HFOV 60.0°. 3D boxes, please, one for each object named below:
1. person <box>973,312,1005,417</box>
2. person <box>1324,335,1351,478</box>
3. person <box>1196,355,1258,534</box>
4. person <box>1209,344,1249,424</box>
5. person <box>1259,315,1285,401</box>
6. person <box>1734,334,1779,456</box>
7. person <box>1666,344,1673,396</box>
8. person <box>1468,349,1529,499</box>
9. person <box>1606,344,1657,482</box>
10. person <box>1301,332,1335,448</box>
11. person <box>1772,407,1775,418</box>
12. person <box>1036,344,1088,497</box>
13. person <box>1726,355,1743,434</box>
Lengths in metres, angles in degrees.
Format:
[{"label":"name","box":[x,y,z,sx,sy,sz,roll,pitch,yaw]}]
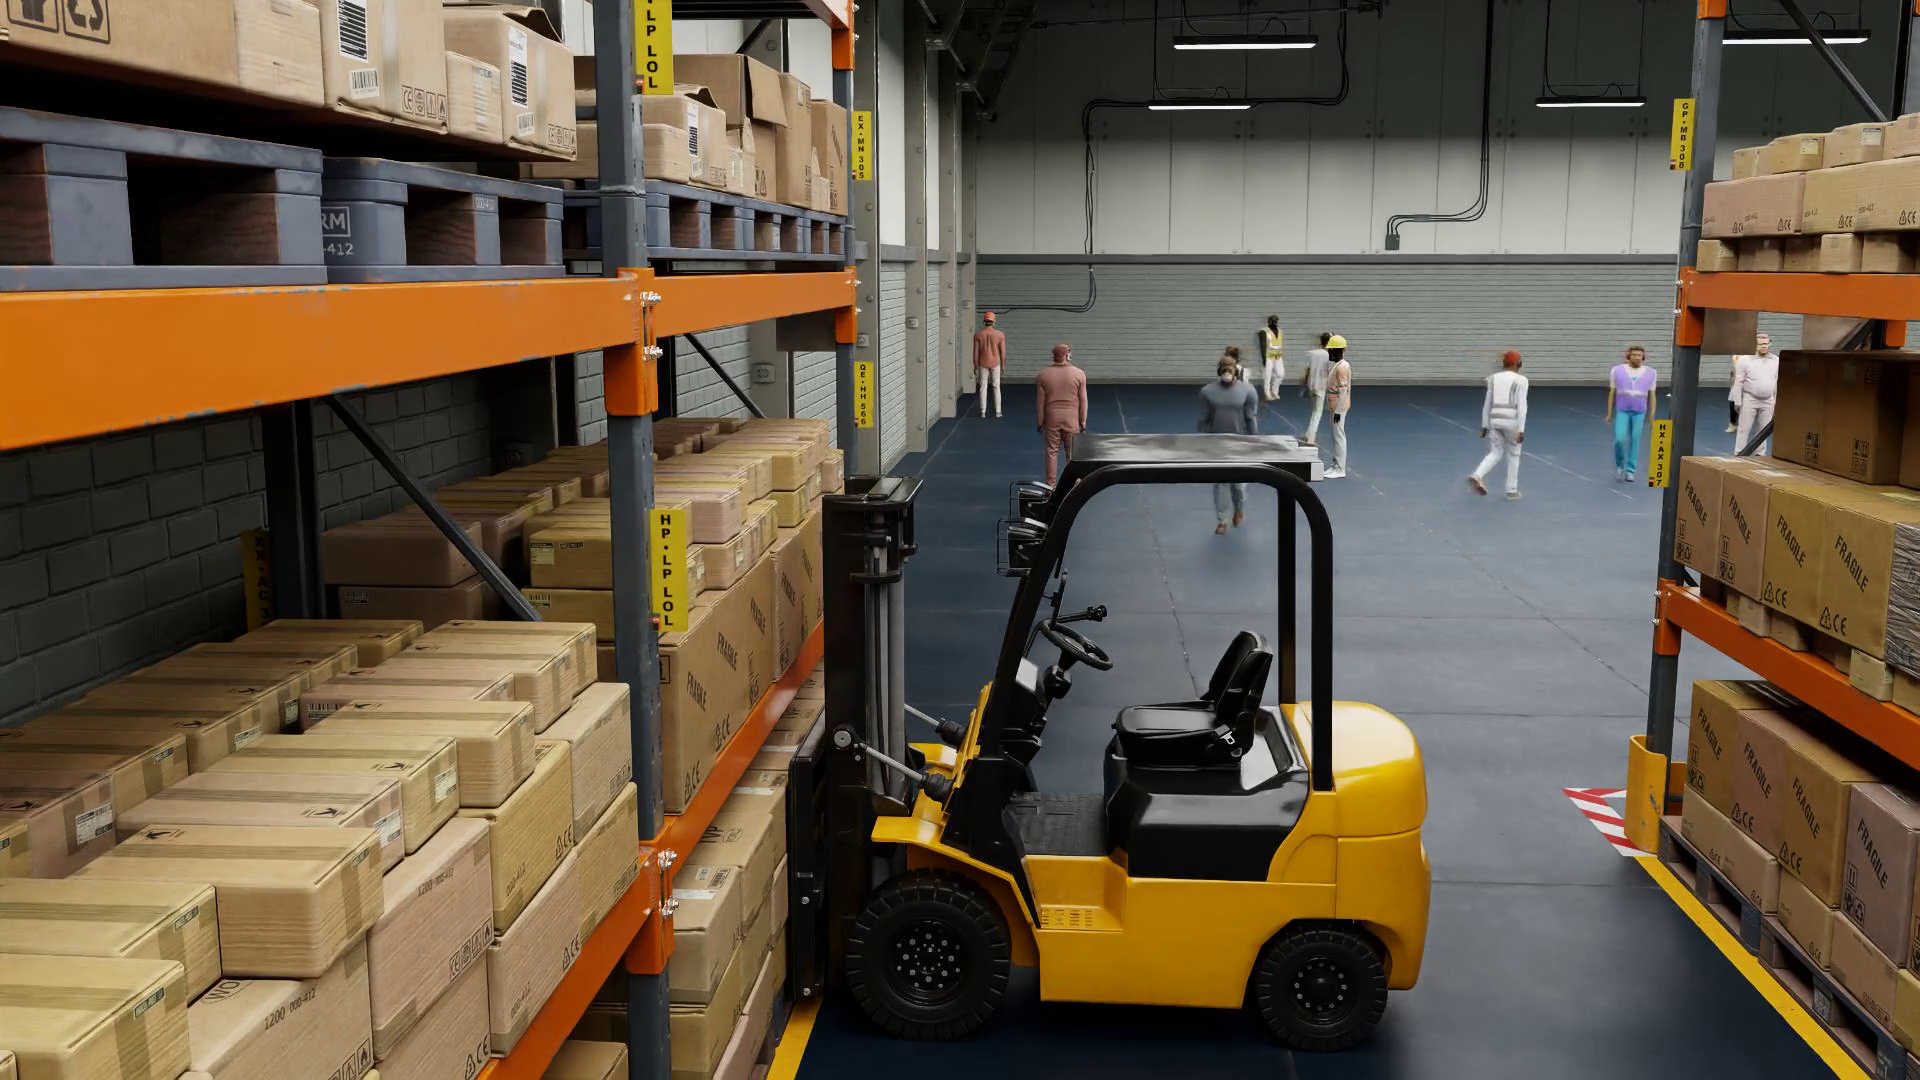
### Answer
[{"label":"person","box":[0.548,-3.319,31.495,0.612,1.994,0.395,0,9,1]},{"label":"person","box":[5.080,-1.796,22.467,0.366,1.926,0.592,1,9,5]},{"label":"person","box":[2.828,-1.007,17.719,0.632,1.925,0.430,4,10,20]},{"label":"person","box":[3.764,-1.777,22.730,0.524,1.813,0.913,-7,12,-37]},{"label":"person","box":[6.625,-3.862,35.285,0.638,1.824,0.470,-5,11,-27]},{"label":"person","box":[11.243,-1.945,23.434,0.651,1.906,0.403,0,9,1]},{"label":"person","box":[15.751,-4.027,36.548,0.294,1.744,0.486,6,11,31]},{"label":"person","box":[6.596,-1.400,20.284,0.728,1.859,0.613,-7,12,-36]},{"label":"person","box":[8.880,-1.671,21.992,0.606,1.826,0.548,3,10,17]},{"label":"person","box":[5.616,-2.328,25.983,0.501,1.829,0.535,-7,11,-35]},{"label":"person","box":[10.688,-1.503,21.270,0.364,1.724,0.565,-5,11,-30]},{"label":"person","box":[1.259,-1.467,20.559,0.639,1.903,0.406,1,9,7]},{"label":"person","box":[13.209,-2.583,27.991,0.472,1.662,0.549,-9,13,-42]}]
